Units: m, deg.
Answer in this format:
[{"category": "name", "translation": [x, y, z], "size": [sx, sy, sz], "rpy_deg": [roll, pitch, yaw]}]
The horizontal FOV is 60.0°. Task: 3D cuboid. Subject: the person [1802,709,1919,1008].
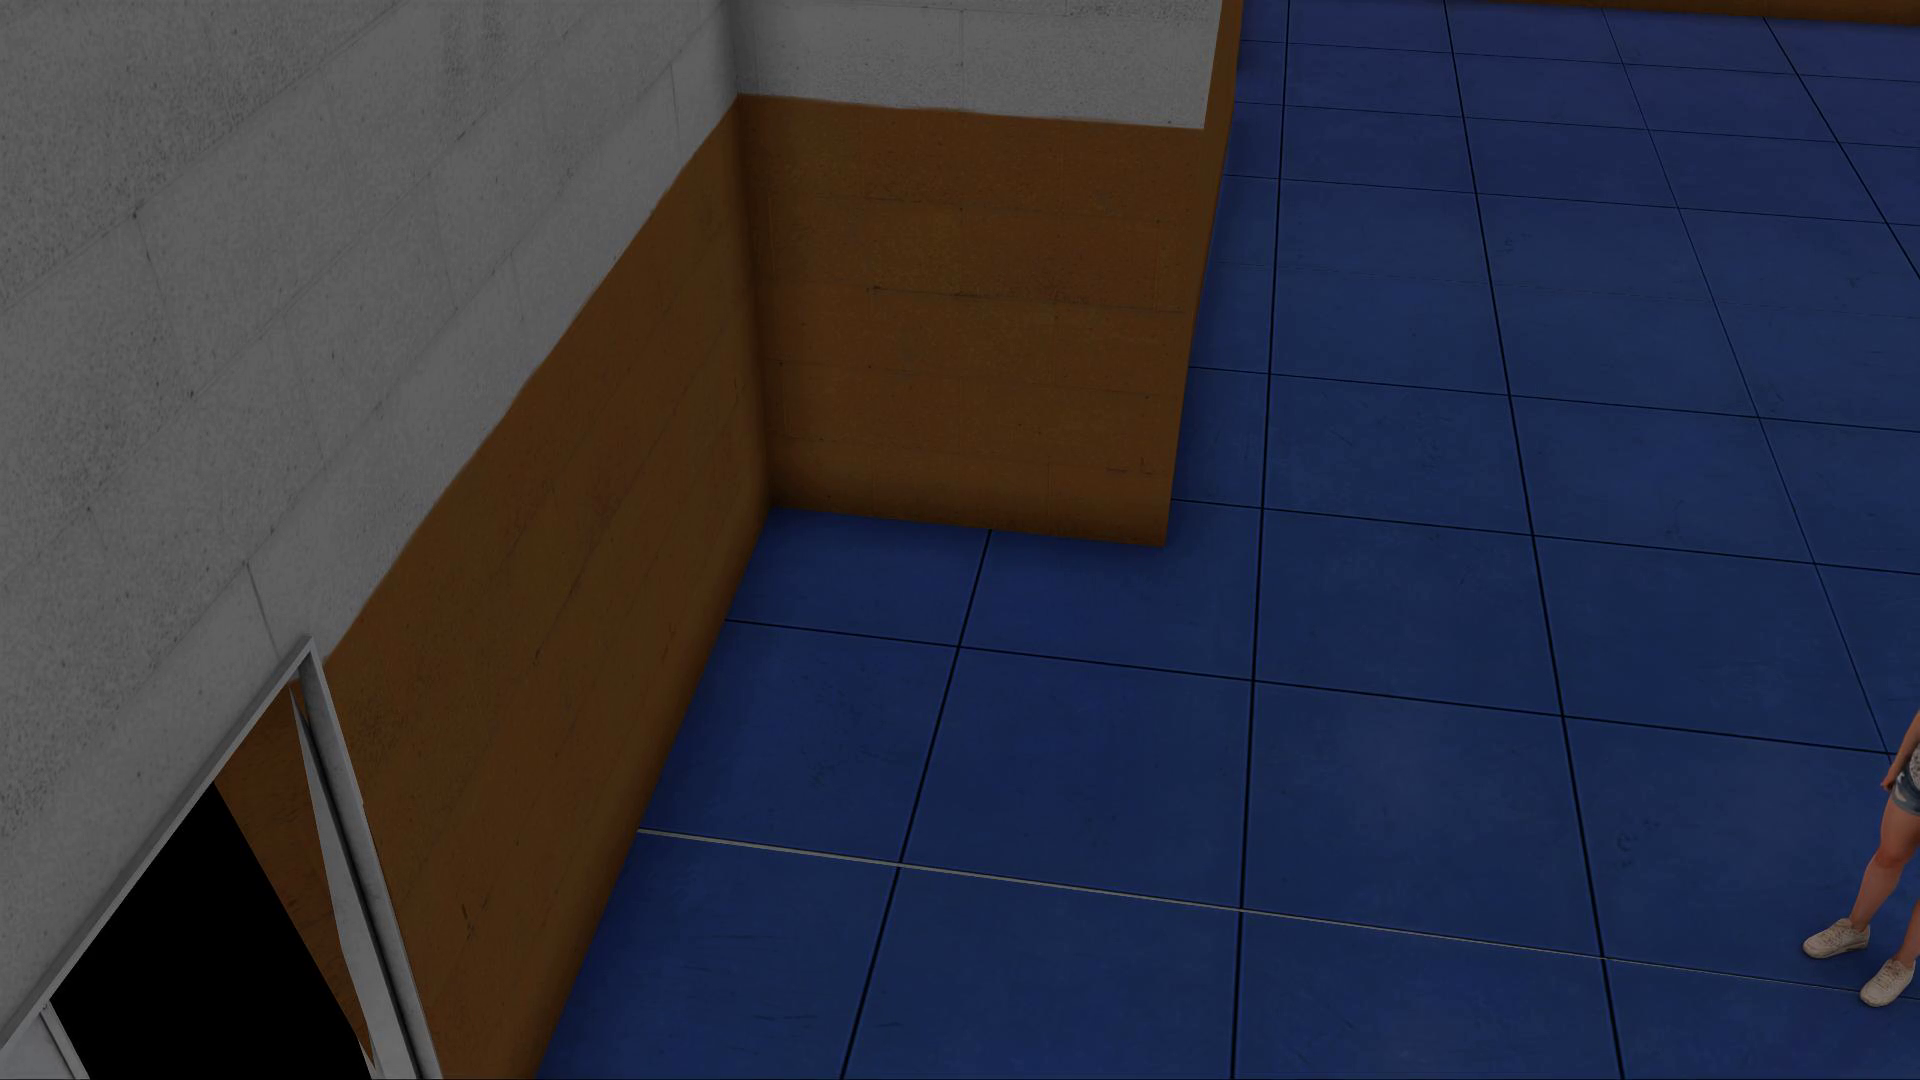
[{"category": "person", "translation": [3.354, 0.873, 5.622], "size": [0.687, 1.760, 0.652], "rpy_deg": [-17, 40, -21]}]
